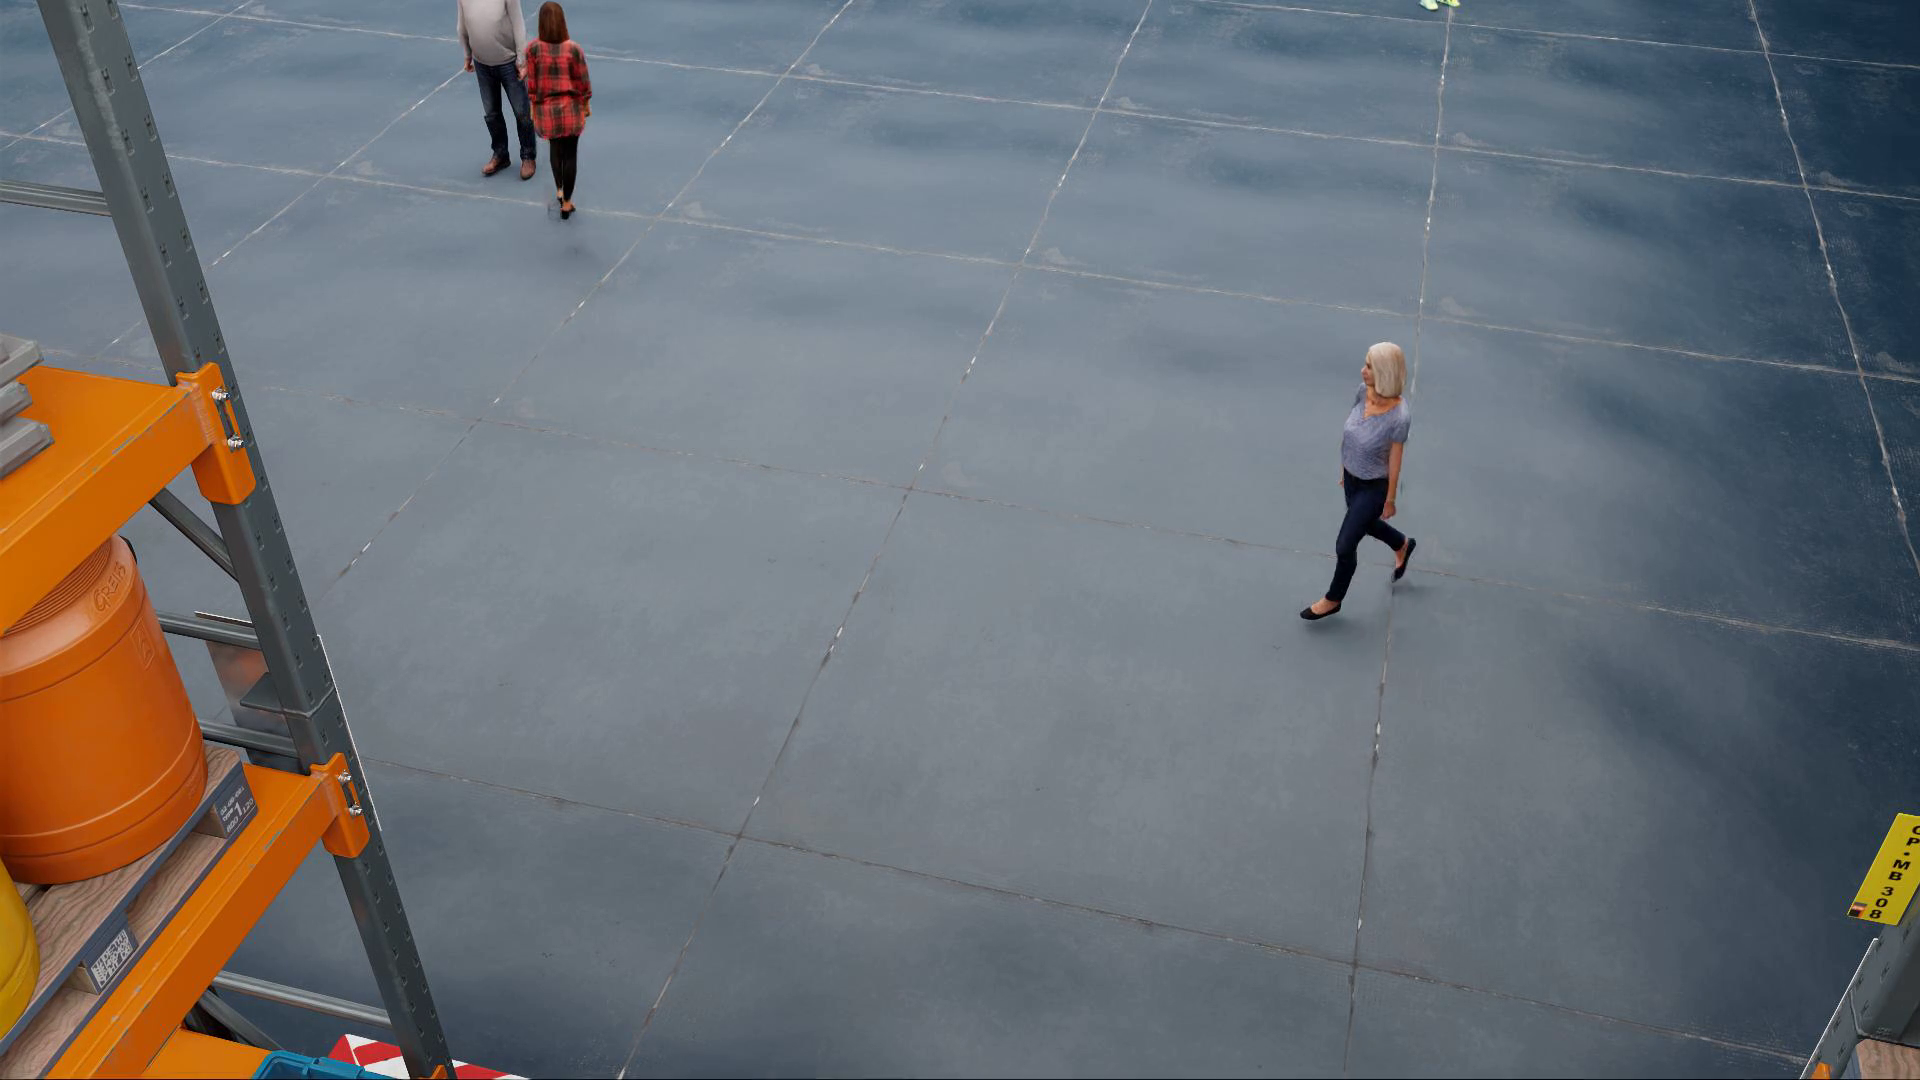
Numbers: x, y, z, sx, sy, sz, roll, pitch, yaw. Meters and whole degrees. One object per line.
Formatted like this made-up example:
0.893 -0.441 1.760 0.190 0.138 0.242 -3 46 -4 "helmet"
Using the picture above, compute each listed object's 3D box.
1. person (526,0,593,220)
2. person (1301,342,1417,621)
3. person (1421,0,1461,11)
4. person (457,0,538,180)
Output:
-3.115 -3.276 12.897 0.696 1.678 0.694 0 38 0 "person"
2.316 -0.341 9.135 1.051 1.691 1.055 -16 41 -19 "person"
4.882 -6.173 16.581 0.675 1.701 0.724 -18 41 -21 "person"
-3.757 -3.893 13.506 0.722 1.900 0.613 8 39 10 "person"
